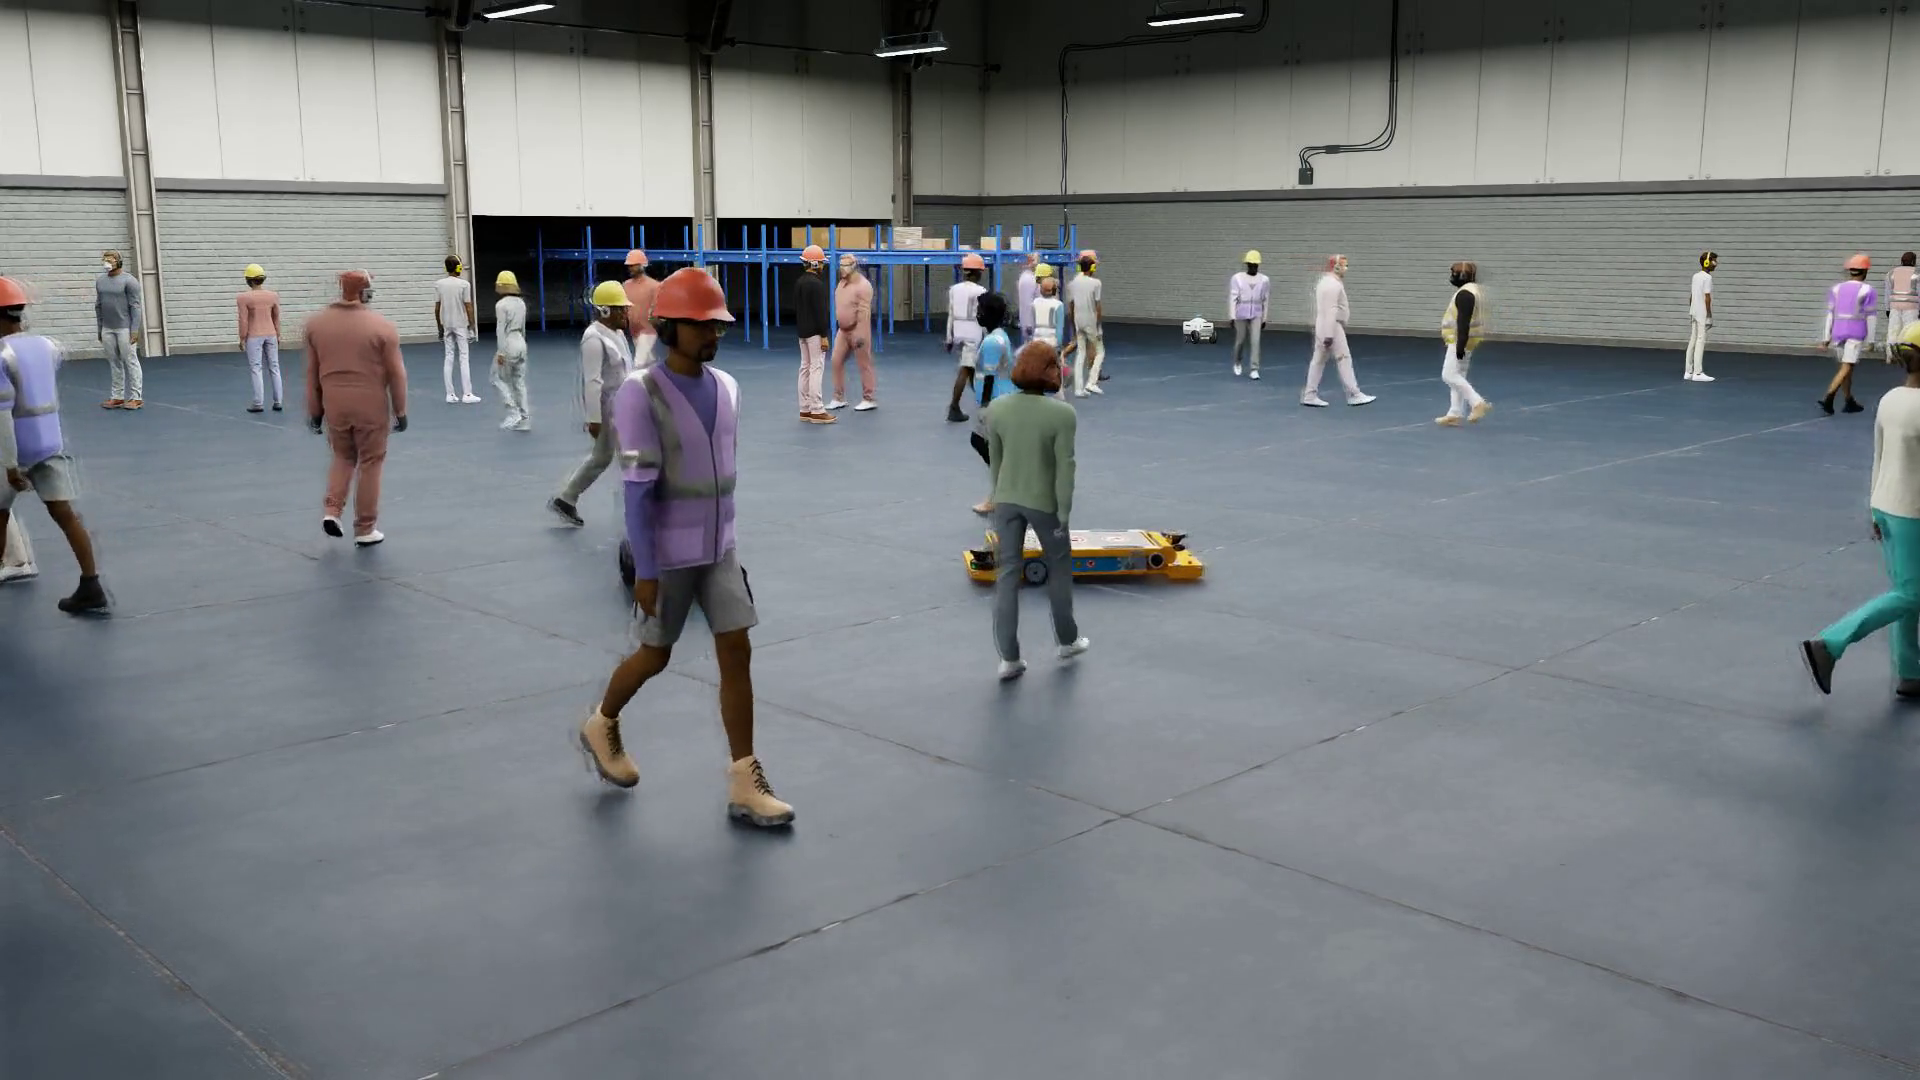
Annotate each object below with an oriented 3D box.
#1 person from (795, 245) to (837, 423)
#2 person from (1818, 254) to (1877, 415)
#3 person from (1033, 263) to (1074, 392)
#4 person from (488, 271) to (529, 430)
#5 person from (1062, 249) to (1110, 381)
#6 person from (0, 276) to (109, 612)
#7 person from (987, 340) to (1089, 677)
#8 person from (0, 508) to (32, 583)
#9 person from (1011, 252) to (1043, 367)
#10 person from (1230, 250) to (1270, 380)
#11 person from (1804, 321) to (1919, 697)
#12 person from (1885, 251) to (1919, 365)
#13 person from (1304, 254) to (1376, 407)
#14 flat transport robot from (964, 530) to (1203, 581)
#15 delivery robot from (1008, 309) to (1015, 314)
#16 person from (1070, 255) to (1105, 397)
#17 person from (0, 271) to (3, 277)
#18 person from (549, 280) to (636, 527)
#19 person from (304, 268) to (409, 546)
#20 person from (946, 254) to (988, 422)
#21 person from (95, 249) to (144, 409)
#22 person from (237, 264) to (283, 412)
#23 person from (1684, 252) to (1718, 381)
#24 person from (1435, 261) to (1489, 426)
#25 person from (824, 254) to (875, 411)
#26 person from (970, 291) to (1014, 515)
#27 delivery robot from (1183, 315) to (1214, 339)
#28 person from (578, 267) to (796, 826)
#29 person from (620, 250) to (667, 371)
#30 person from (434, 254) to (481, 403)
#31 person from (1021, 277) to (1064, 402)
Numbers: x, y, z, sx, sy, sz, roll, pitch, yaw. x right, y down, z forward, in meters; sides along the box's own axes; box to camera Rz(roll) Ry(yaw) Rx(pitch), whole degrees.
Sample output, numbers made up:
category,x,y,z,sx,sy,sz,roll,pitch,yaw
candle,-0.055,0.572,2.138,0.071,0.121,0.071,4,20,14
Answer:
category,x,y,z,sx,sy,sz,roll,pitch,yaw
person,-1.661,-2.339,18.906,0.378,1.995,0.612,-6,12,-31
person,10.536,-2.441,19.753,0.944,1.905,0.556,-6,12,-28
person,1.229,-2.866,22.475,0.548,1.742,0.551,1,10,6
person,-4.895,-2.055,18.087,0.399,1.726,0.502,4,11,22
person,1.768,-3.297,24.369,0.831,1.915,0.548,-2,11,-10
person,-5.272,-0.523,9.325,0.969,1.888,0.557,3,11,15
person,0.384,-0.168,8.146,0.505,1.602,0.746,5,12,25
person,-6.063,-0.503,9.938,0.836,1.597,0.544,-6,12,-31
person,0.943,-3.098,23.373,0.716,1.880,0.652,0,10,-2
person,4.317,-3.379,24.859,0.592,1.899,0.843,0,10,0
person,4.225,-0.128,7.503,0.693,1.745,0.531,1,10,5
person,15.526,-3.807,27.326,0.429,1.846,0.627,-9,13,-39
person,4.719,-2.576,20.556,0.925,1.870,0.647,0,10,-1
flat transport robot,0.759,0.089,10.489,1.431,0.197,0.652,-1,10,-4
delivery robot,1.462,-5.290,38.082,0.698,0.223,0.335,-3,11,-15
person,1.677,-2.813,21.899,0.543,1.844,0.498,8,13,37
person,-14.910,-3.504,25.467,0.593,1.920,0.391,-4,11,-20
person,-2.563,-0.968,11.980,0.893,1.797,0.599,0,10,2
person,-4.097,-0.900,11.366,0.660,1.887,0.417,1,10,5
person,0.183,-2.330,19.150,0.992,1.883,0.578,-9,14,-41
person,-10.290,-2.574,20.341,0.631,1.940,0.372,3,11,17
person,-8.436,-2.435,20.045,0.303,1.772,0.526,9,13,39
person,10.857,-3.267,24.331,0.331,1.865,0.519,0,10,-2
person,5.581,-2.171,18.441,0.487,1.830,0.648,3,11,18
person,-1.344,-2.488,20.028,0.777,1.877,0.664,-10,14,-43
person,0.233,-1.034,12.606,0.366,1.685,0.551,1,10,6
delivery robot,4.713,-4.208,32.890,0.477,0.478,0.707,-4,11,-21
person,-1.049,0.004,6.124,0.998,2.013,0.617,8,13,37
person,-3.883,-2.546,20.210,0.642,1.936,1.044,7,13,34
person,-6.398,-2.678,21.097,0.512,1.872,0.330,2,11,12
person,1.028,-2.380,20.175,0.522,1.615,0.704,9,13,39
